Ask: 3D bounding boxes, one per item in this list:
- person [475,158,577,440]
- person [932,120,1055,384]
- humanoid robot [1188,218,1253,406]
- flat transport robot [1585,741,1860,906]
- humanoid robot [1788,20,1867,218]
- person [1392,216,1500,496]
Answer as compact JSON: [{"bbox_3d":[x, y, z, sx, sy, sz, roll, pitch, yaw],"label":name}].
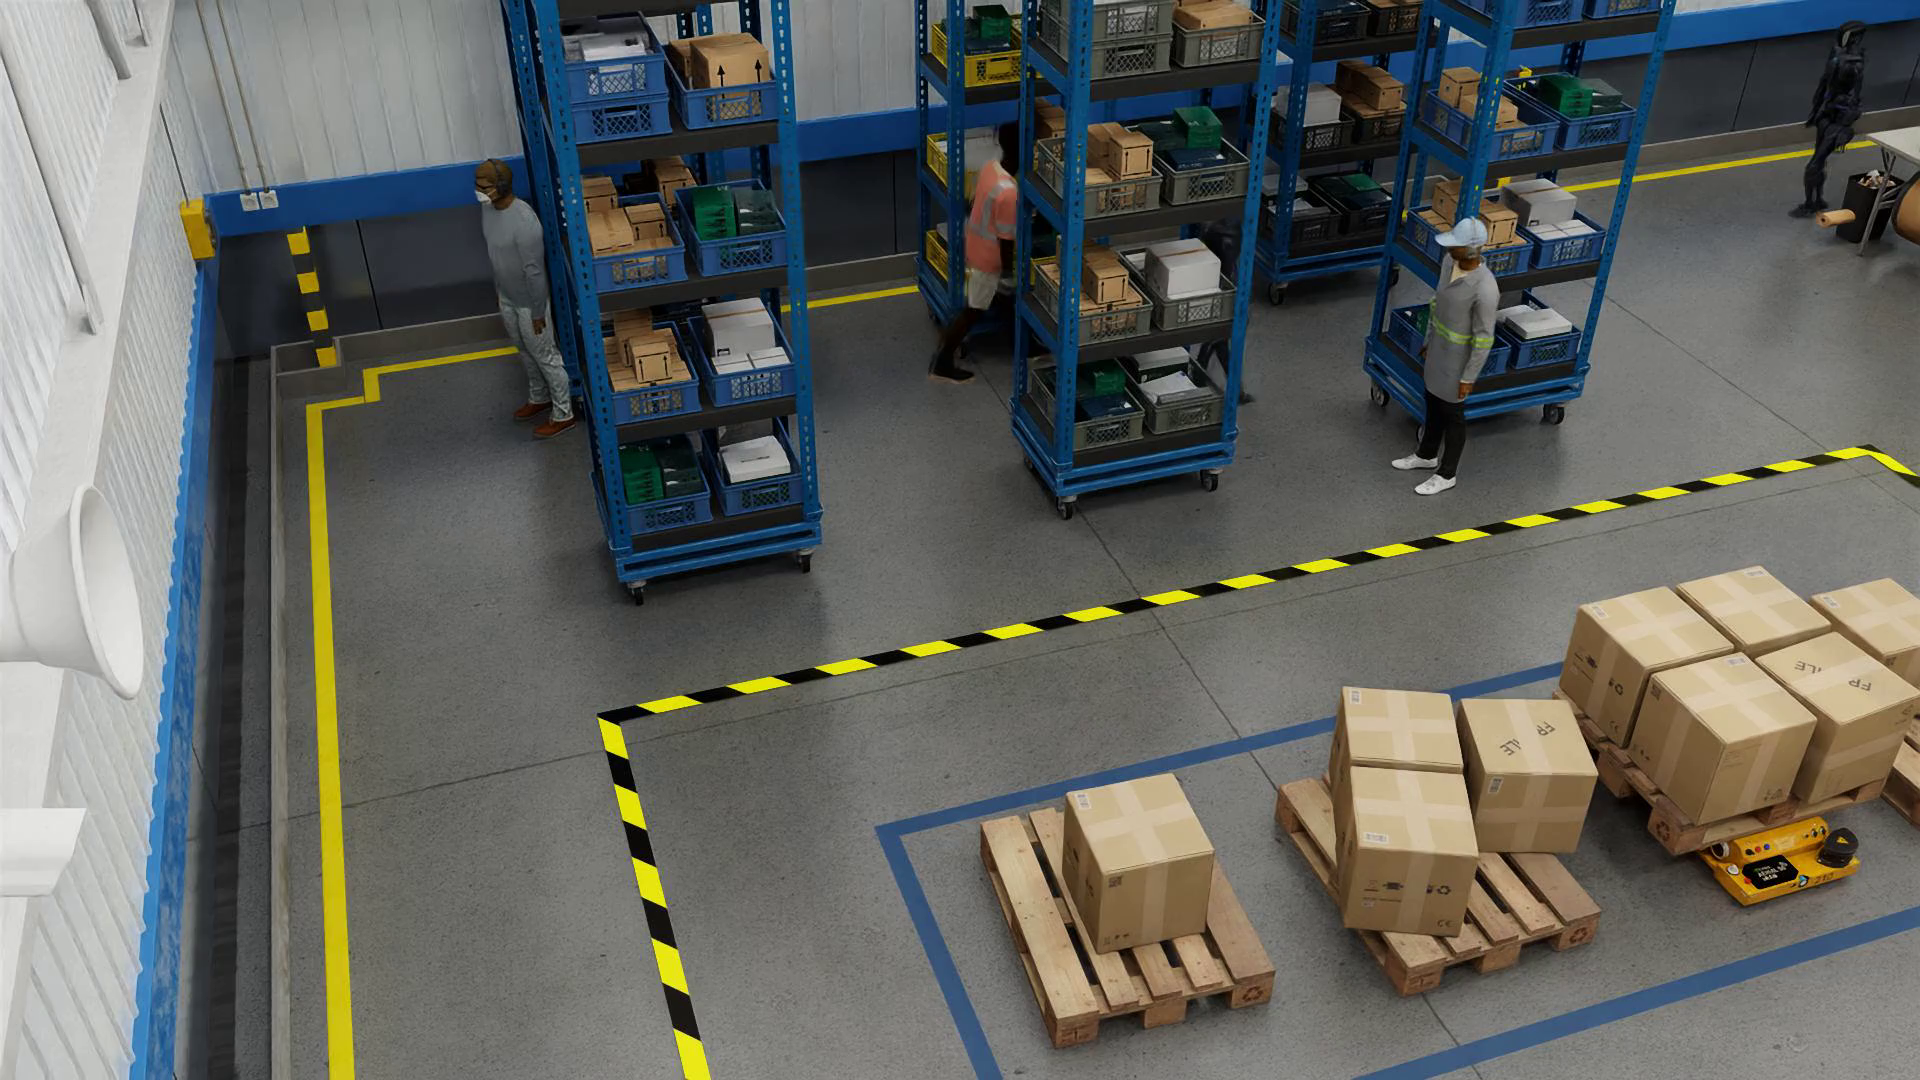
[{"bbox_3d":[-2.857,-1.582,10.865,0.370,1.932,0.626,-25,42,-31],"label":"person"},{"bbox_3d":[0.252,-1.967,11.440,0.992,1.895,0.609,-4,35,-6],"label":"person"},{"bbox_3d":[1.679,-1.597,11.122,0.729,1.626,0.602,-1,35,-2],"label":"humanoid robot"},{"bbox_3d":[3.738,1.188,8.347,0.652,0.197,1.431,-11,37,-15],"label":"flat transport robot"},{"bbox_3d":[7.252,-3.499,13.798,0.439,1.634,0.612,-2,35,-3],"label":"humanoid robot"},{"bbox_3d":[3.014,-1.138,10.295,0.384,1.849,0.597,-8,36,-11],"label":"person"}]
